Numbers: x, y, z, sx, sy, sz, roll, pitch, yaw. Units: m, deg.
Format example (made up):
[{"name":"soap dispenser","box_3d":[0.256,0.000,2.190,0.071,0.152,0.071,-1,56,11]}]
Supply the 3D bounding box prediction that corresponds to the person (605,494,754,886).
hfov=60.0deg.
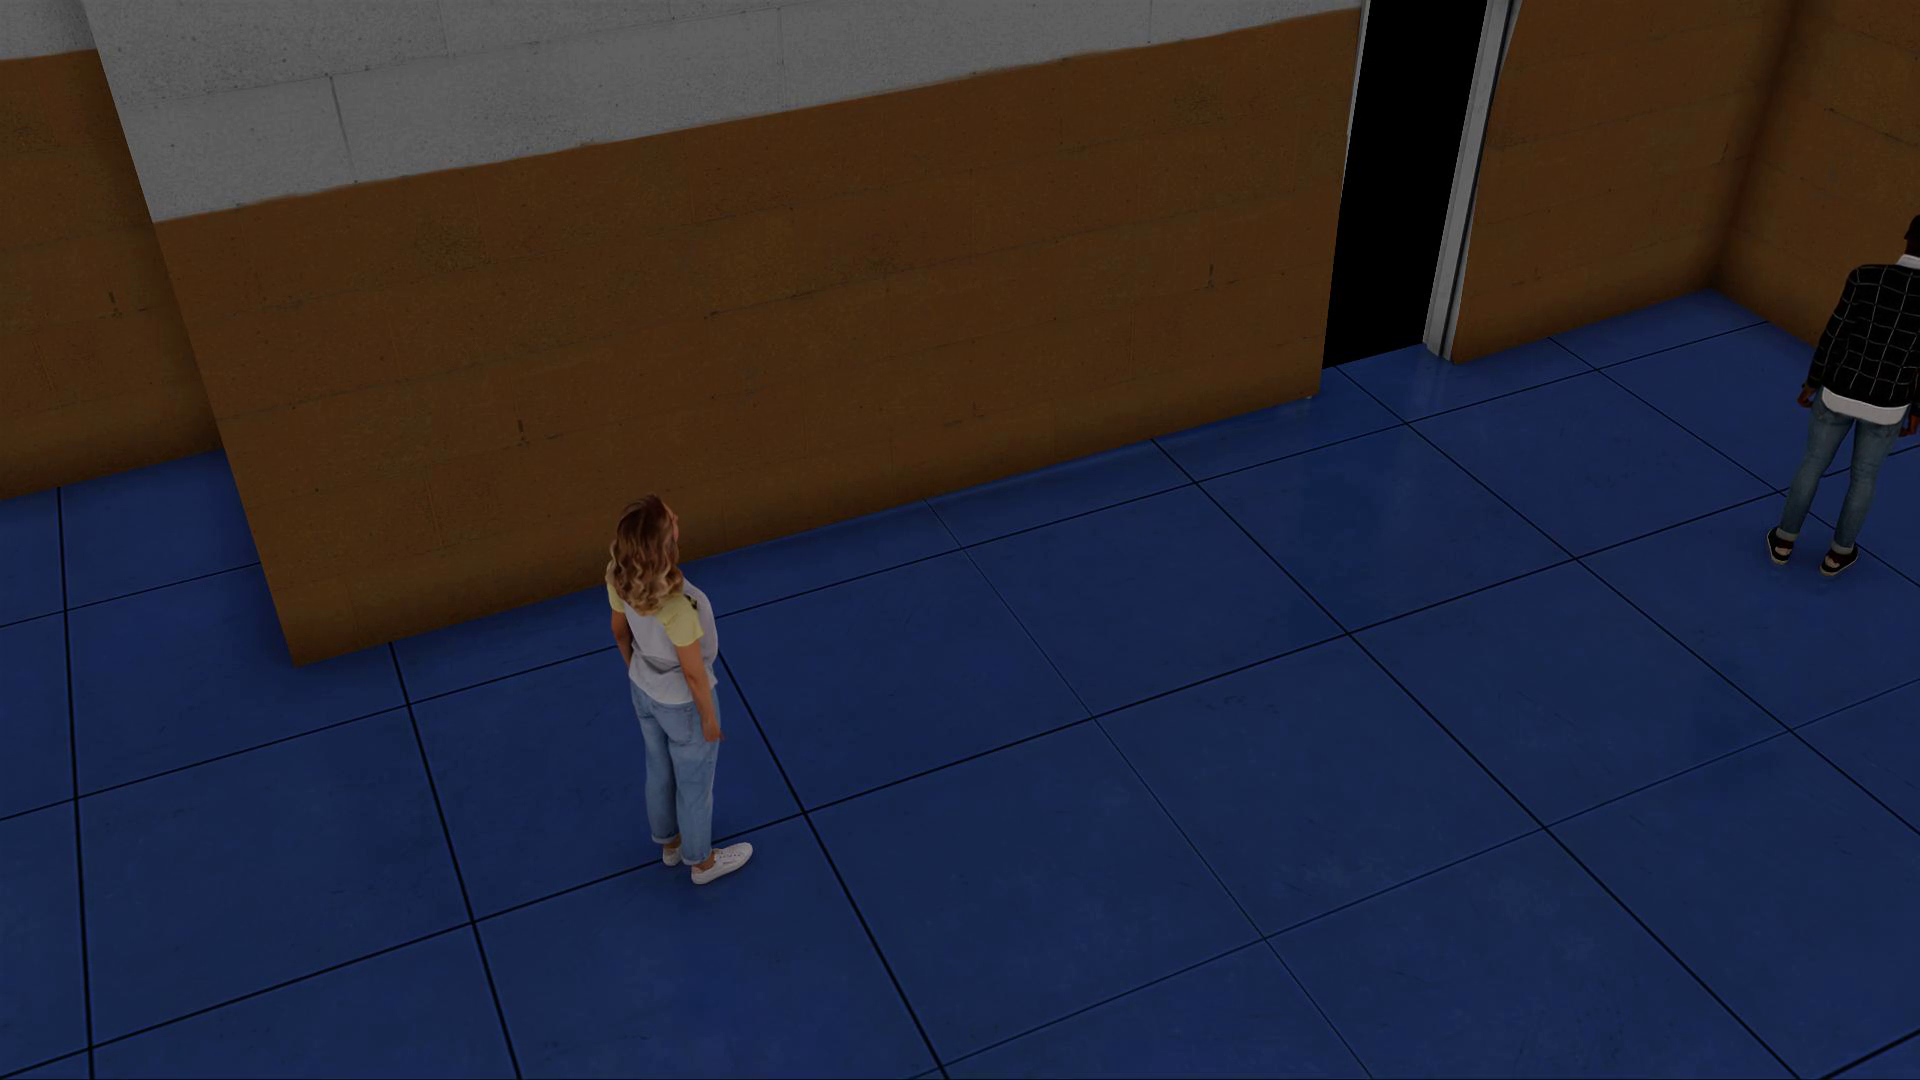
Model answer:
[{"name":"person","box_3d":[-1.040,0.564,5.998,0.627,1.723,0.764,28,45,32]}]

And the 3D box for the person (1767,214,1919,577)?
[{"name":"person","box_3d":[4.107,-0.656,7.557,0.695,1.819,0.805,19,41,23]}]
